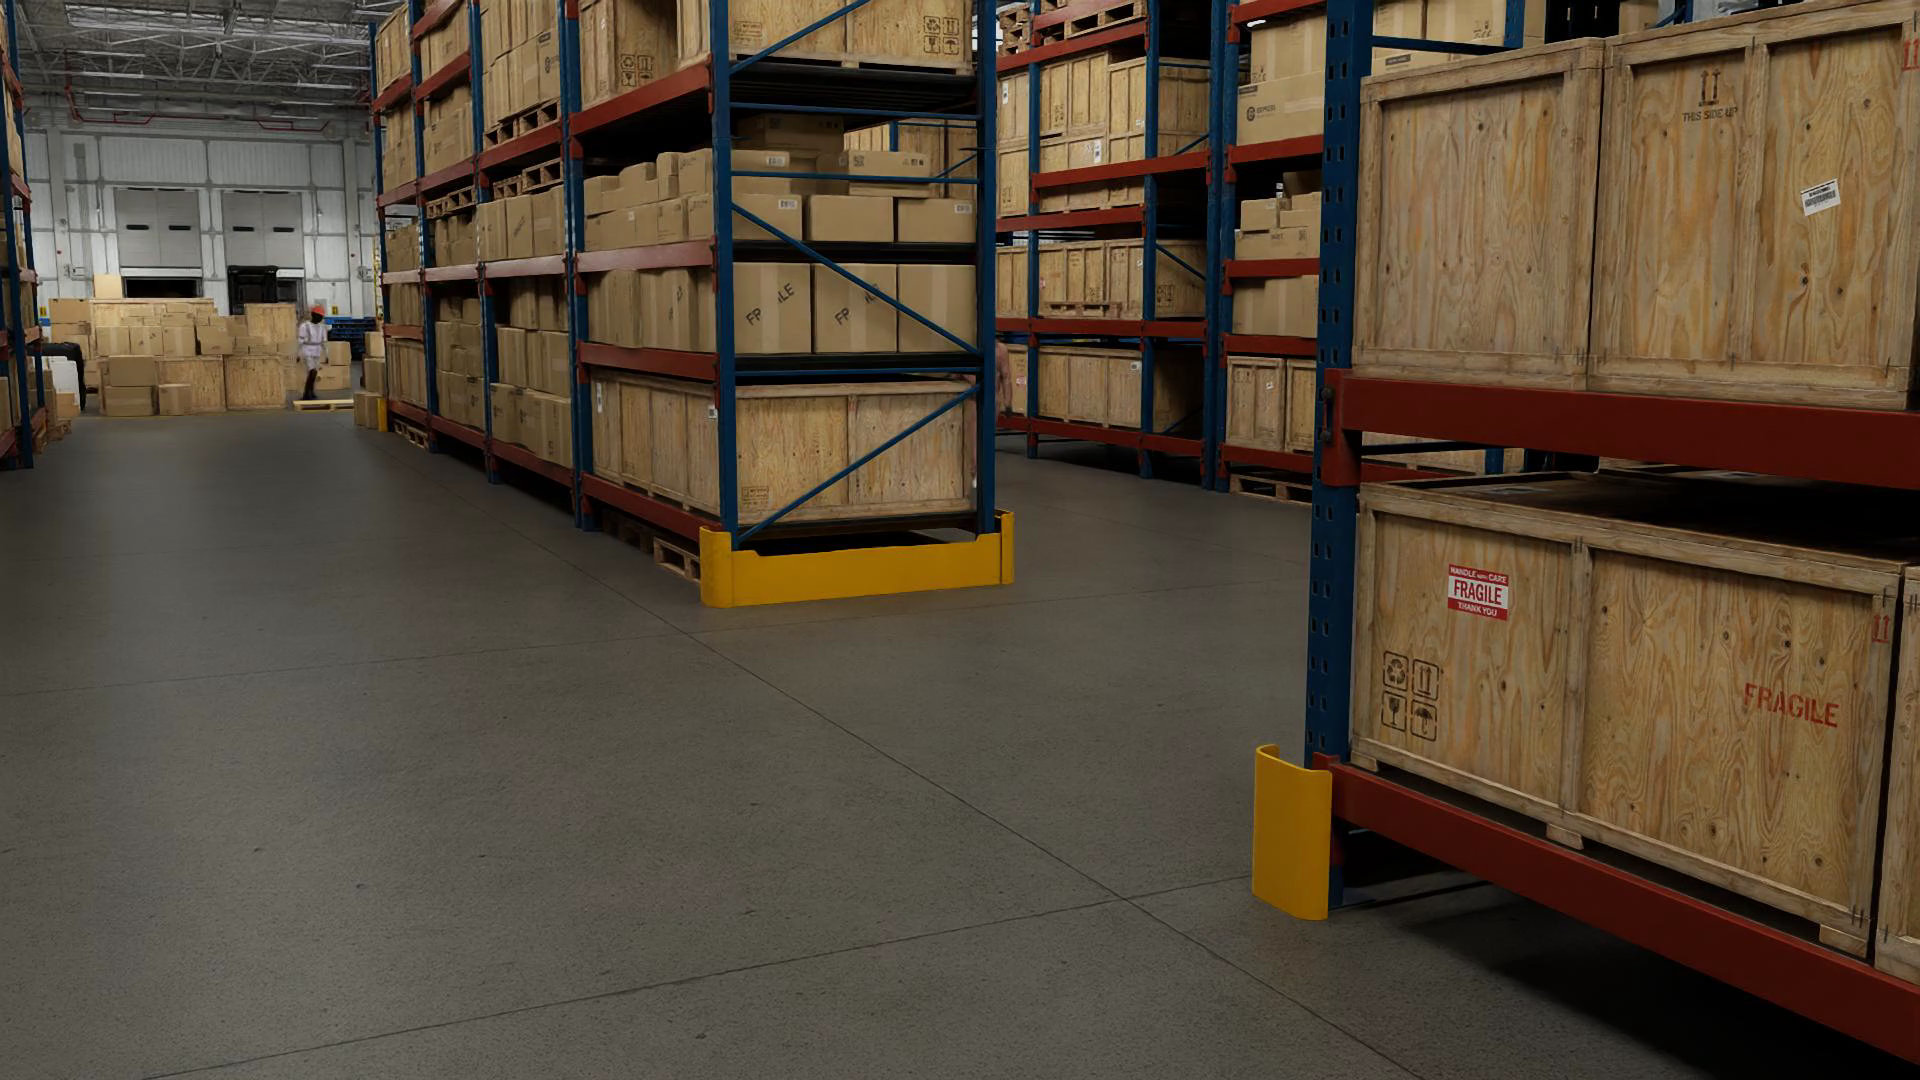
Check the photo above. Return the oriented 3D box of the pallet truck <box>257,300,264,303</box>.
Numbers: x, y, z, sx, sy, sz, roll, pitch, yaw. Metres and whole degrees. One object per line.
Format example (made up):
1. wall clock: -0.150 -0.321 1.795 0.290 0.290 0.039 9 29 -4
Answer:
1. pallet truck: -23.913 -7.404 58.171 1.885 1.965 0.823 -1 8 -9

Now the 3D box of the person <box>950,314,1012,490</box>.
1. person: 0.213 -1.502 17.907 0.665 1.881 0.900 -1 8 -9

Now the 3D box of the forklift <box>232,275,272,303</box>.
1. forklift: -17.112 -5.252 40.304 1.129 2.768 1.873 -4 9 -26

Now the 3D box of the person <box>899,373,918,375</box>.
1. person: -0.587 -1.072 15.536 0.531 1.698 0.320 5 10 30

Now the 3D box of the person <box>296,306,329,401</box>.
1. person: -12.568 -3.602 32.306 0.772 1.885 0.560 4 9 25
